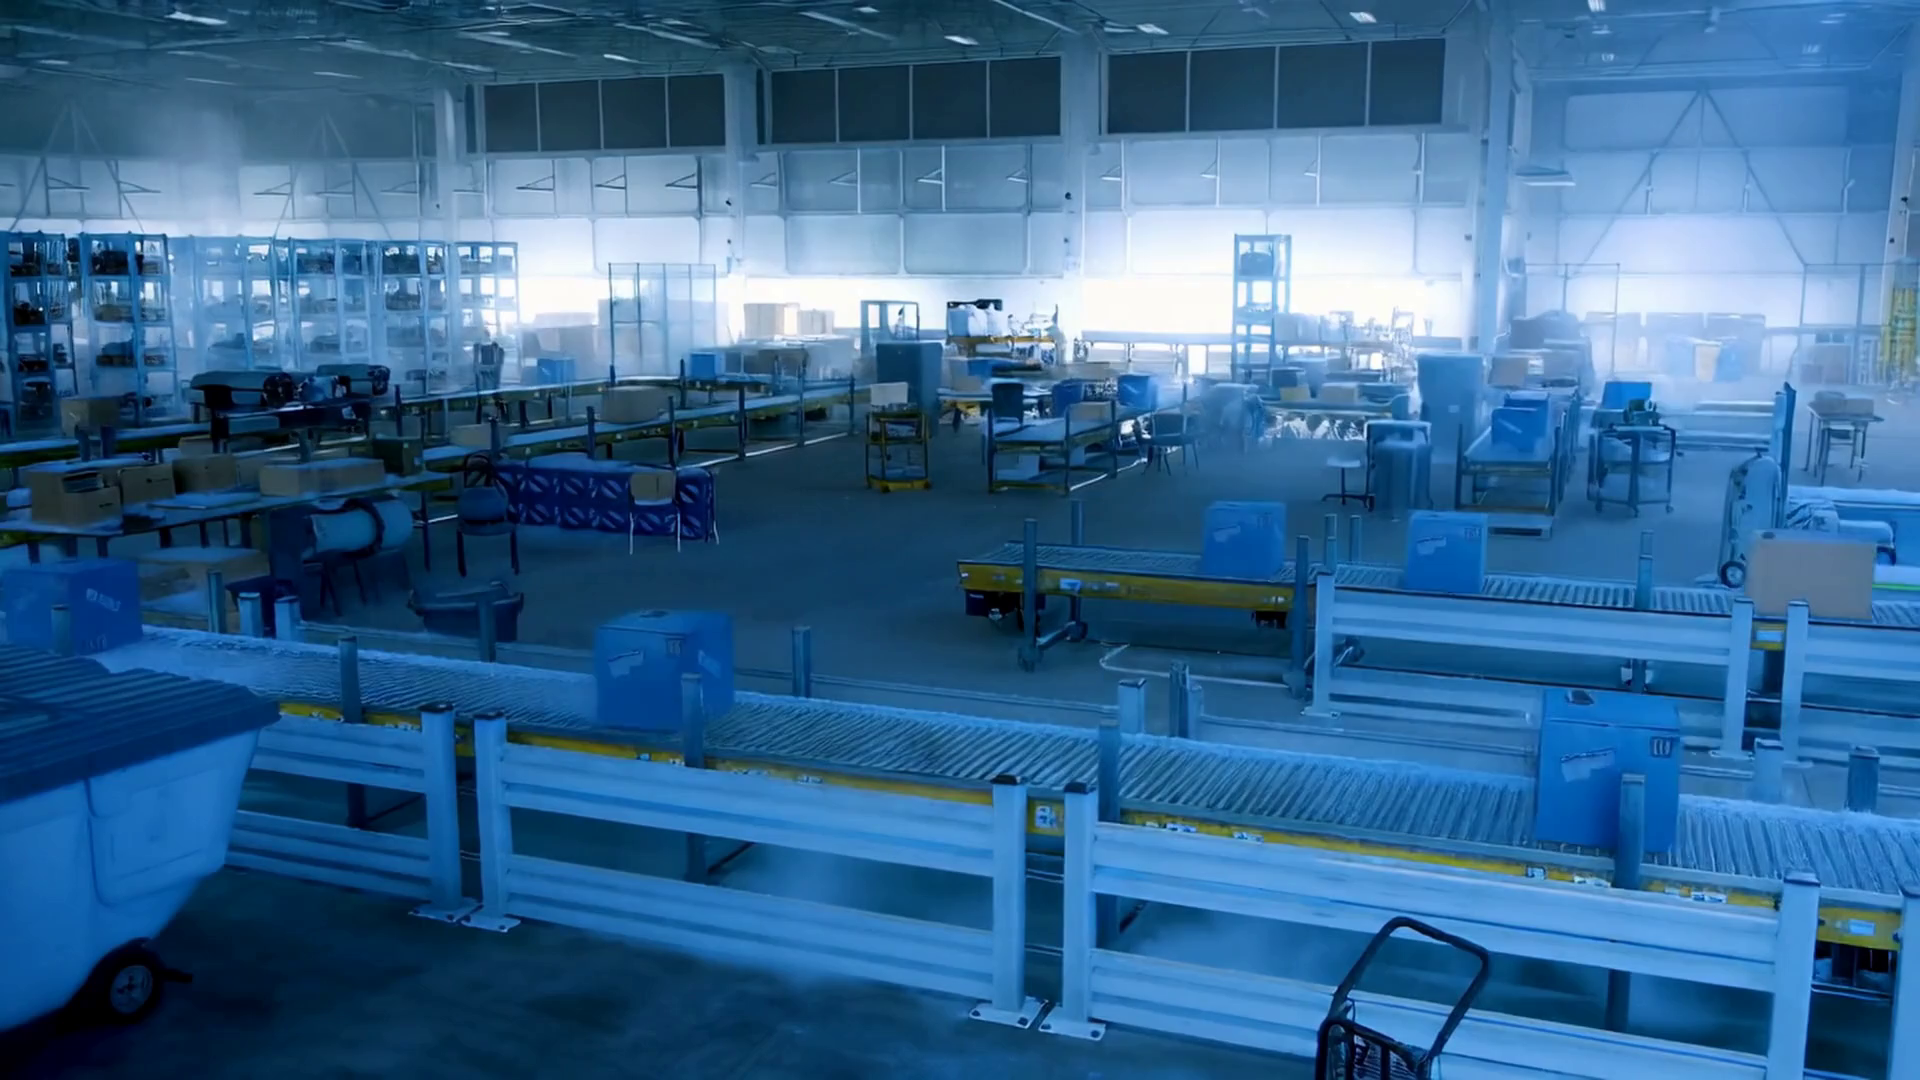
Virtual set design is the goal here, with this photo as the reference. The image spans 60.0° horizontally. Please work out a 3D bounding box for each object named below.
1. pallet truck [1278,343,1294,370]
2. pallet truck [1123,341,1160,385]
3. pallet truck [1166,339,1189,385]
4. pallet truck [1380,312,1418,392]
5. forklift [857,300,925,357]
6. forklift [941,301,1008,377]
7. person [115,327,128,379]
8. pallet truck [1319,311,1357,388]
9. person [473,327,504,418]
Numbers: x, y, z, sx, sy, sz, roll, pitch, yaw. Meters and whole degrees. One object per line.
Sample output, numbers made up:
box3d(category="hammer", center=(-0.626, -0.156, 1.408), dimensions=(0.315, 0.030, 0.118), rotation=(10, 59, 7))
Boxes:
box3d(category="pallet truck", center=(7.886, -4.163, 39.743), dimensions=(0.653, 1.274, 1.630), rotation=(4, 10, 22))
box3d(category="pallet truck", center=(4.445, -4.380, 41.279), dimensions=(0.680, 1.201, 1.601), rotation=(4, 10, 22))
box3d(category="pallet truck", center=(5.418, -4.269, 40.420), dimensions=(0.704, 1.261, 1.522), rotation=(3, 10, 20))
box3d(category="pallet truck", center=(10.207, -4.283, 38.369), dimensions=(0.823, 1.965, 1.885), rotation=(3, 10, 20))
box3d(category="forklift", center=(-1.732, -5.109, 42.468), dimensions=(1.157, 1.987, 2.680), rotation=(4, 10, 22))
box3d(category="forklift", center=(0.365, -4.966, 41.571), dimensions=(1.157, 1.987, 2.680), rotation=(3, 10, 20))
box3d(category="person", center=(-18.494, -3.908, 36.697), dimensions=(0.587, 1.806, 0.950), rotation=(6, 11, 32))
box3d(category="pallet truck", center=(9.071, -4.419, 39.190), dimensions=(0.823, 1.965, 1.885), rotation=(5, 10, 26))
box3d(category="person", center=(-9.409, -3.337, 33.170), dimensions=(0.627, 1.819, 0.426), rotation=(1, 9, 6))
